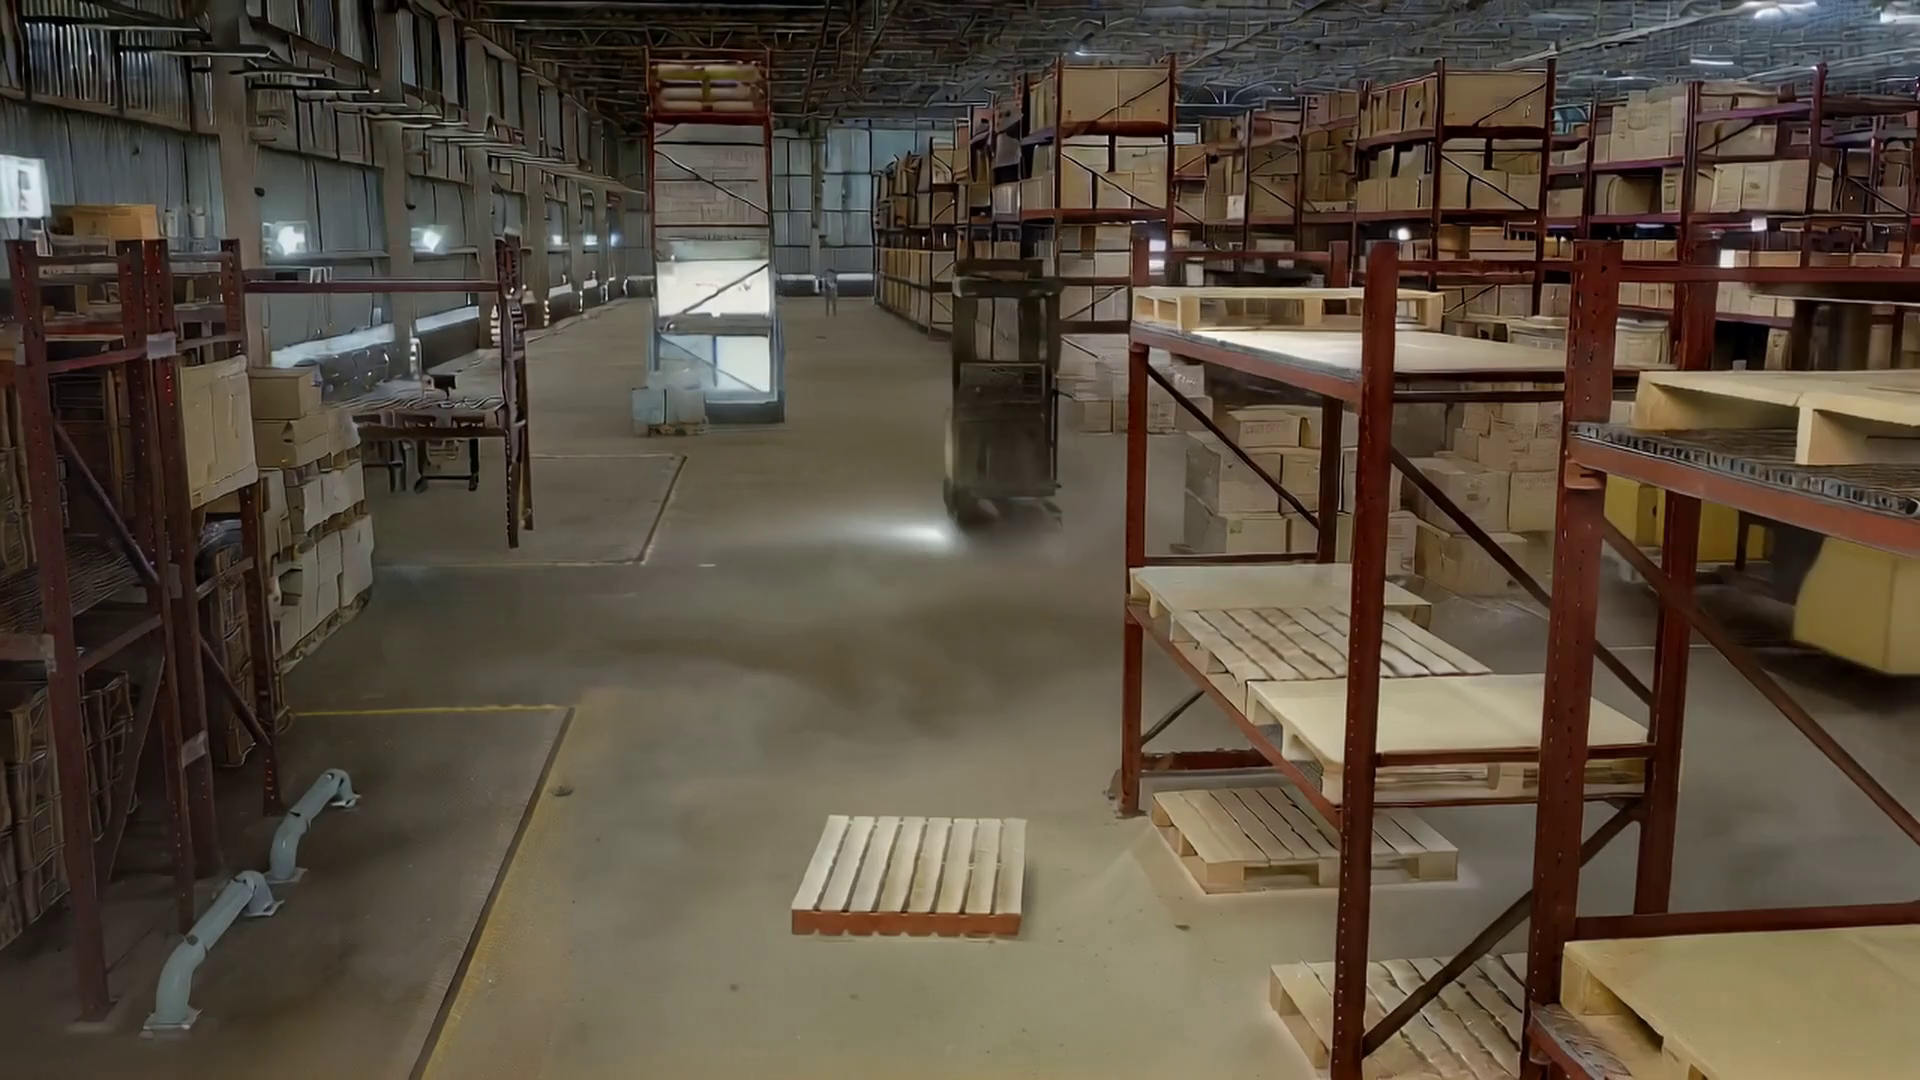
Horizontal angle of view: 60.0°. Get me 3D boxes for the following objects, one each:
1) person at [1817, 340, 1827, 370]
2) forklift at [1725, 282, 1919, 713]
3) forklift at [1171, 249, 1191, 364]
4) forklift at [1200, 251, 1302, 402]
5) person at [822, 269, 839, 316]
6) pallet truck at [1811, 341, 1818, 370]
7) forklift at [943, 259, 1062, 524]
[{"bbox_3d":[12.696,-2.289,24.317,0.385,1.911,0.592,7,12,33],"label":"person"},{"bbox_3d":[6.250,-0.406,11.185,1.129,2.768,1.873,-1,10,-6],"label":"forklift"},{"bbox_3d":[4.800,-5.592,39.919,1.129,2.768,1.873,-1,10,-6],"label":"forklift"},{"bbox_3d":[5.560,-4.119,31.754,1.129,2.768,1.873,-6,12,-31],"label":"forklift"},{"bbox_3d":[-5.150,-9.854,66.341,0.662,1.863,0.943,-1,10,-5],"label":"person"},{"bbox_3d":[15.846,-3.142,28.793,1.885,1.965,0.823,2,10,12],"label":"pallet truck"},{"bbox_3d":[0.424,-1.699,18.347,1.129,2.768,1.873,-1,10,-6],"label":"forklift"}]
